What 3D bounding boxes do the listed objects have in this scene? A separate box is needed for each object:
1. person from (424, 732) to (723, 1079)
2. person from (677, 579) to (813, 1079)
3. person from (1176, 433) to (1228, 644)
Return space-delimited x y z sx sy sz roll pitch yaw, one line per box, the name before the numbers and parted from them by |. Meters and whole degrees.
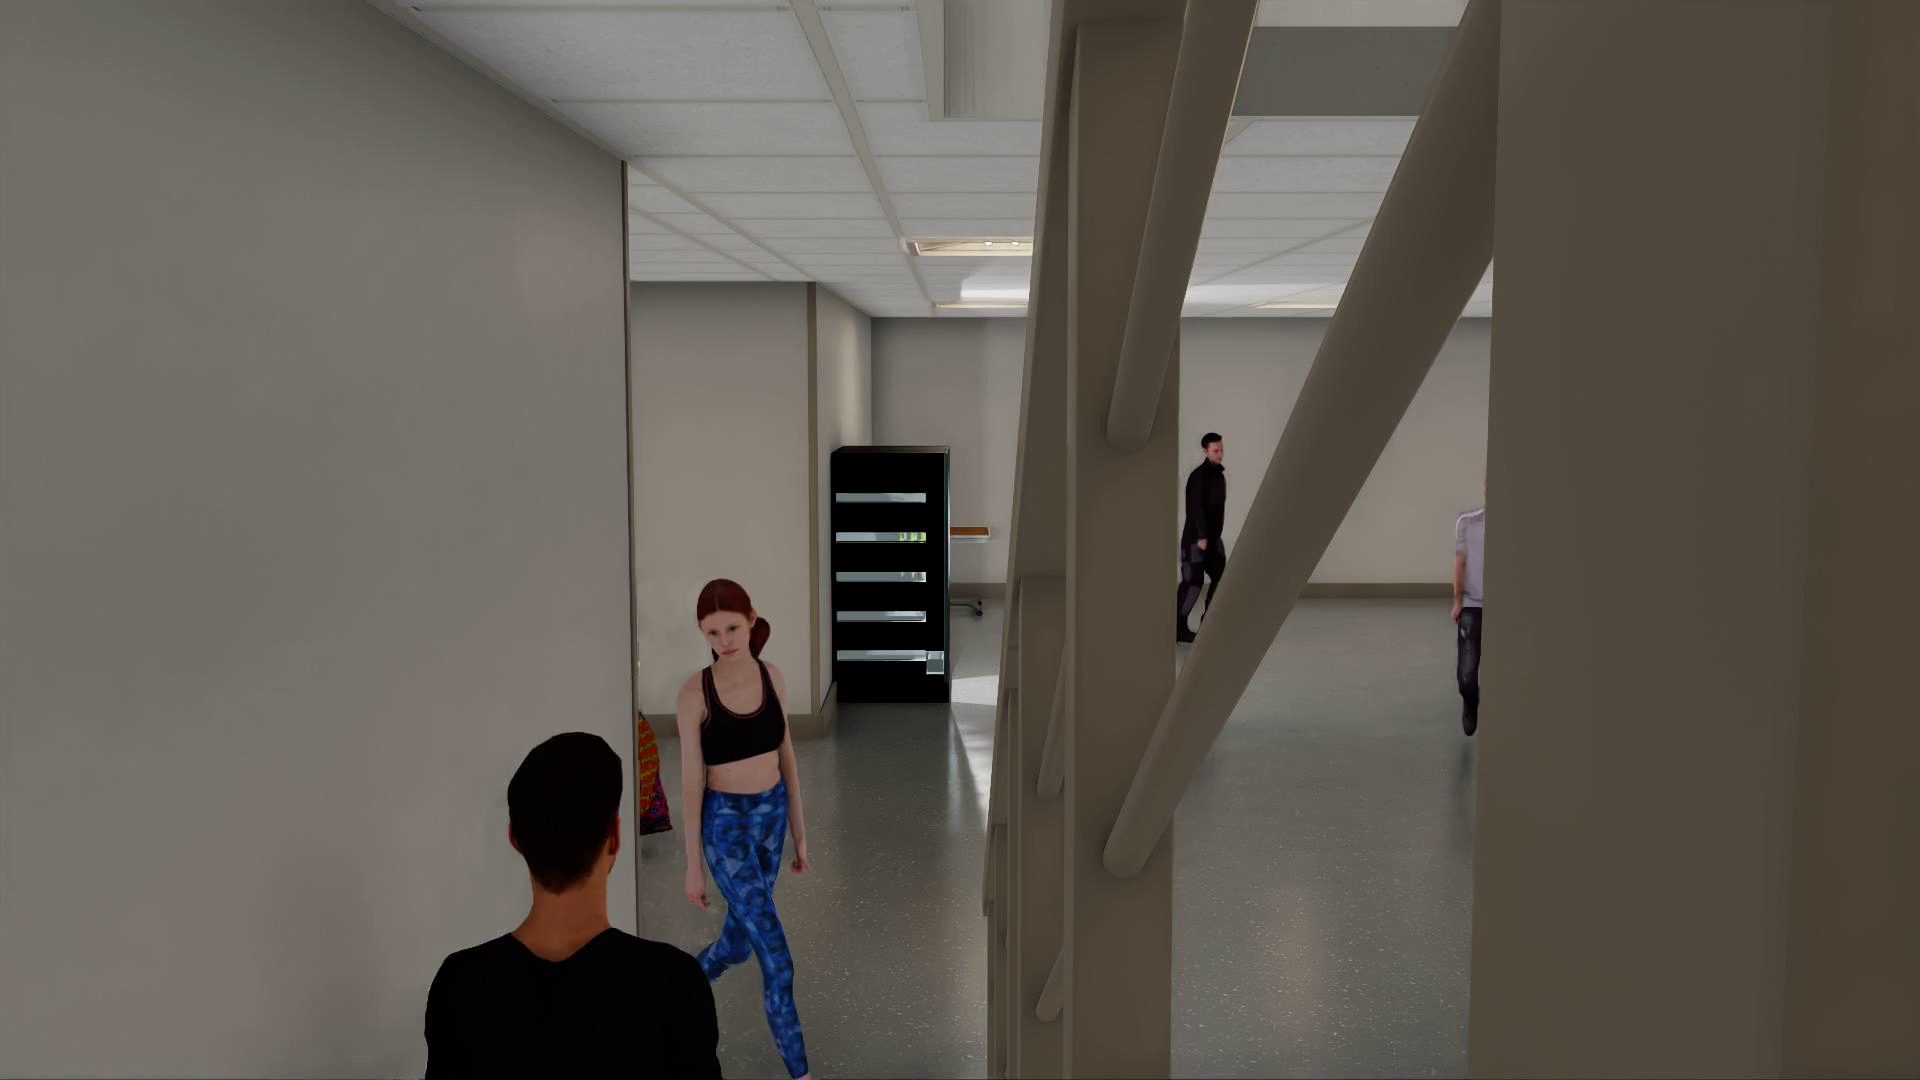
person | -0.578 1.233 2.517 0.705 1.847 0.799 1 6 6
person | -0.748 1.010 5.295 1.198 1.735 1.156 5 7 39
person | 2.097 0.001 14.697 0.941 1.861 0.880 3 7 29
